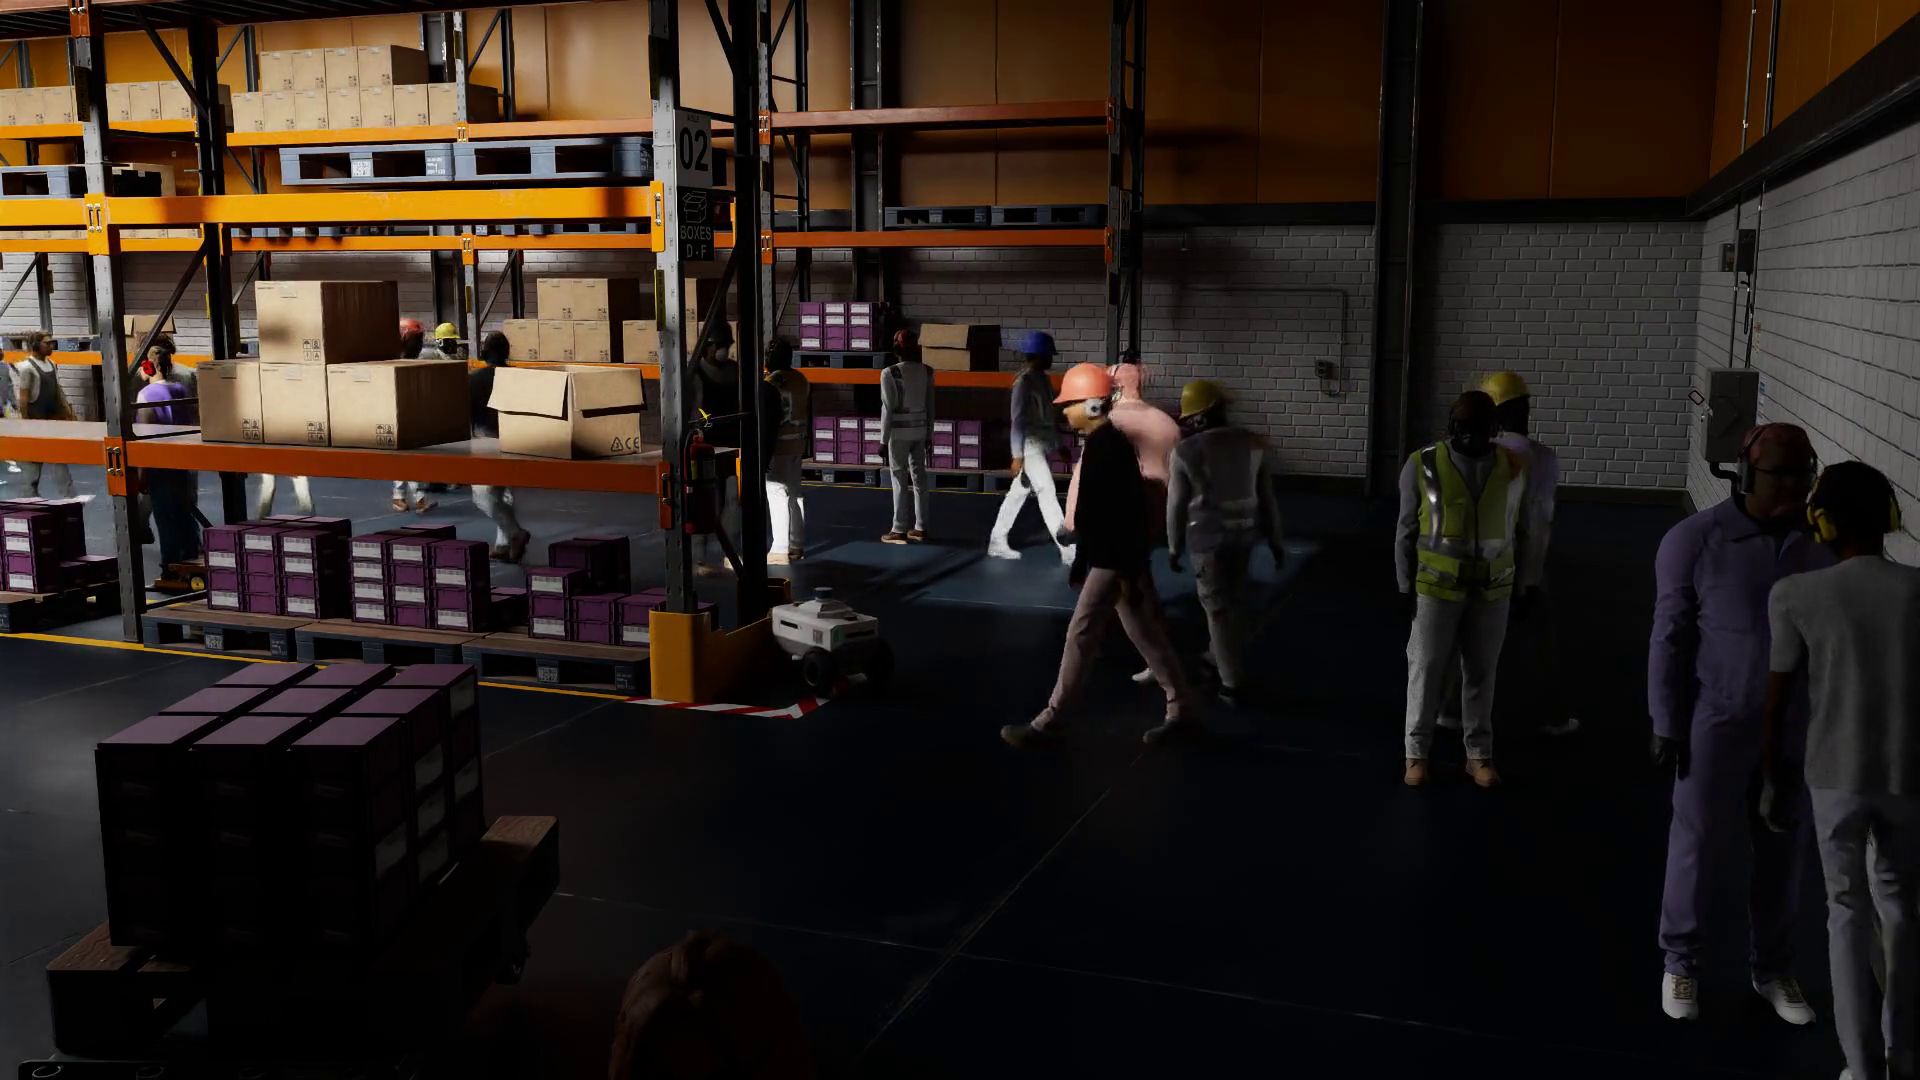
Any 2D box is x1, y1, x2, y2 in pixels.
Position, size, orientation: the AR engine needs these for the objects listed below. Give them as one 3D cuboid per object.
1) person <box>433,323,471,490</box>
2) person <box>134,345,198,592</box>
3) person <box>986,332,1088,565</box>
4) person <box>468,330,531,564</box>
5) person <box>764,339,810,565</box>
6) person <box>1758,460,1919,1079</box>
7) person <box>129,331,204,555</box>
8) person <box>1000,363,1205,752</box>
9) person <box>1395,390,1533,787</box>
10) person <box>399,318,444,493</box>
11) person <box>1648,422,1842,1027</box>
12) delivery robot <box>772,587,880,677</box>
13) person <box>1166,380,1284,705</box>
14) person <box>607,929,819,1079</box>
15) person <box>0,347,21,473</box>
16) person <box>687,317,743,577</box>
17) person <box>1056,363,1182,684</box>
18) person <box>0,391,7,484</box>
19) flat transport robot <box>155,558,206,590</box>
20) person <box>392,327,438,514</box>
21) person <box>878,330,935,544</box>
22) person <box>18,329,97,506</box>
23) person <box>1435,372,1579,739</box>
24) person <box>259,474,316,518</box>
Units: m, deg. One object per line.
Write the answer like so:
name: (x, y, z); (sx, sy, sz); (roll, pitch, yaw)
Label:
person: (-5.641, -1.478, 18.387); (0.404, 1.833, 0.590); (1, 9, 7)
person: (-5.928, -0.534, 12.455); (0.378, 1.836, 0.561); (0, 9, 3)
person: (0.639, -0.747, 13.610); (0.995, 1.898, 0.617); (3, 10, 19)
person: (-3.694, -0.726, 13.403); (0.692, 1.919, 0.643); (8, 12, 41)
person: (-1.476, -0.722, 13.613); (0.429, 1.842, 0.636); (4, 10, 22)
person: (2.579, 0.700, 4.697); (0.608, 1.834, 0.492); (3, 10, 18)
person: (-6.756, -0.823, 14.064); (0.783, 1.909, 0.648); (6, 11, 34)
person: (0.751, 0.094, 8.218); (1.034, 1.934, 0.610); (0, 9, 2)
person: (2.319, 0.229, 7.666); (0.621, 1.837, 0.429); (0, 9, 3)
person: (-5.815, -1.437, 17.919); (0.473, 1.908, 0.553); (2, 9, 13)
person: (2.502, 0.582, 5.229); (0.651, 1.905, 0.409); (1, 9, 5)
delivery robot: (-0.779, 0.514, 9.590); (0.477, 0.478, 0.707); (-7, 12, -38)
person: (1.433, -0.007, 9.347); (0.658, 1.769, 0.839); (-3, 10, -18)
person: (-0.277, 1.238, 1.959); (0.507, 1.631, 0.266); (0, 9, -2)
person: (-11.575, -1.593, 19.839); (0.645, 1.594, 0.556); (2, 9, 11)
person: (-1.881, -0.737, 13.087); (0.688, 2.000, 0.536); (-8, 12, -40)
person: (0.981, -0.108, 9.787); (0.654, 1.843, 1.036); (-6, 11, -35)
person: (-11.004, -1.410, 18.639); (0.430, 1.623, 0.513); (0, 9, 3)
flat transport robot: (-5.210, 0.250, 12.428); (1.431, 0.197, 0.652); (3, 10, 19)
person: (-5.384, -1.174, 16.445); (0.971, 1.839, 0.594); (7, 12, 39)
person: (-0.474, -0.905, 14.634); (0.584, 1.882, 0.347); (-8, 12, -40)
person: (-9.202, -1.227, 16.892); (0.898, 1.809, 0.534); (-1, 9, -4)
person: (2.788, 0.092, 8.429); (0.740, 1.873, 0.593); (-7, 12, -38)
person: (-5.737, -0.795, 14.173); (1.020, 1.807, 0.530); (8, 12, 40)
